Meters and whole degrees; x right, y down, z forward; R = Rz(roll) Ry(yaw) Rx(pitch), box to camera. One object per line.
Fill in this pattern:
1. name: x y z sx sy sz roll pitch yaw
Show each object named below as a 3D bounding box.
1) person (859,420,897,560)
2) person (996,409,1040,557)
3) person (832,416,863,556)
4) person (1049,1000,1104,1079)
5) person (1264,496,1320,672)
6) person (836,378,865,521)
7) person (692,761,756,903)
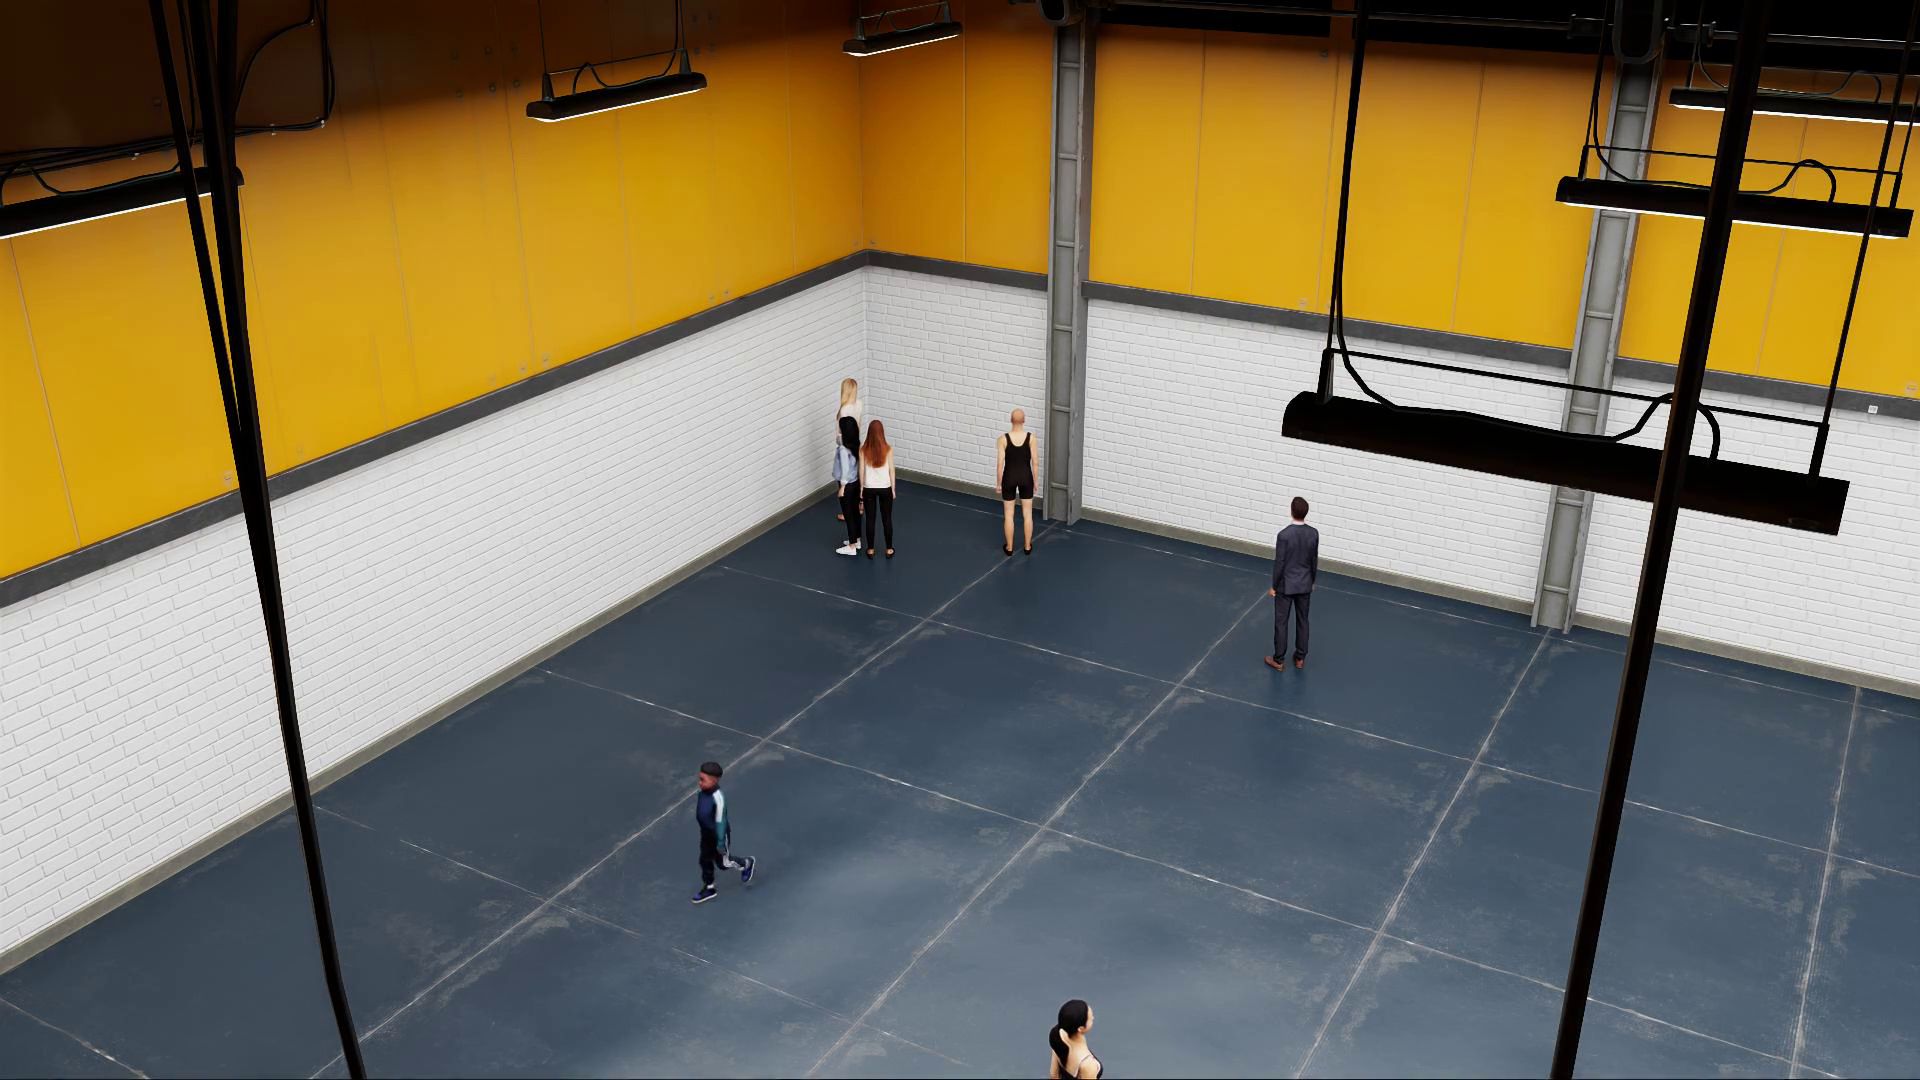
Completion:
1. person: -0.965 -0.594 19.530 0.603 1.722 0.708 -1 24 -1
2. person: 0.678 -0.684 19.619 0.656 1.815 0.774 -1 24 -3
3. person: -1.310 -0.658 19.690 0.618 1.711 0.640 7 25 16
4. person: 0.685 3.515 10.119 0.715 1.730 0.613 -15 28 -31
5. person: 3.400 0.443 16.976 0.736 1.868 0.796 -6 24 -14
6. person: -1.340 -1.133 20.631 0.548 1.827 0.612 10 26 22
7. person: -1.927 2.340 13.419 0.710 1.241 0.791 -20 30 -38
